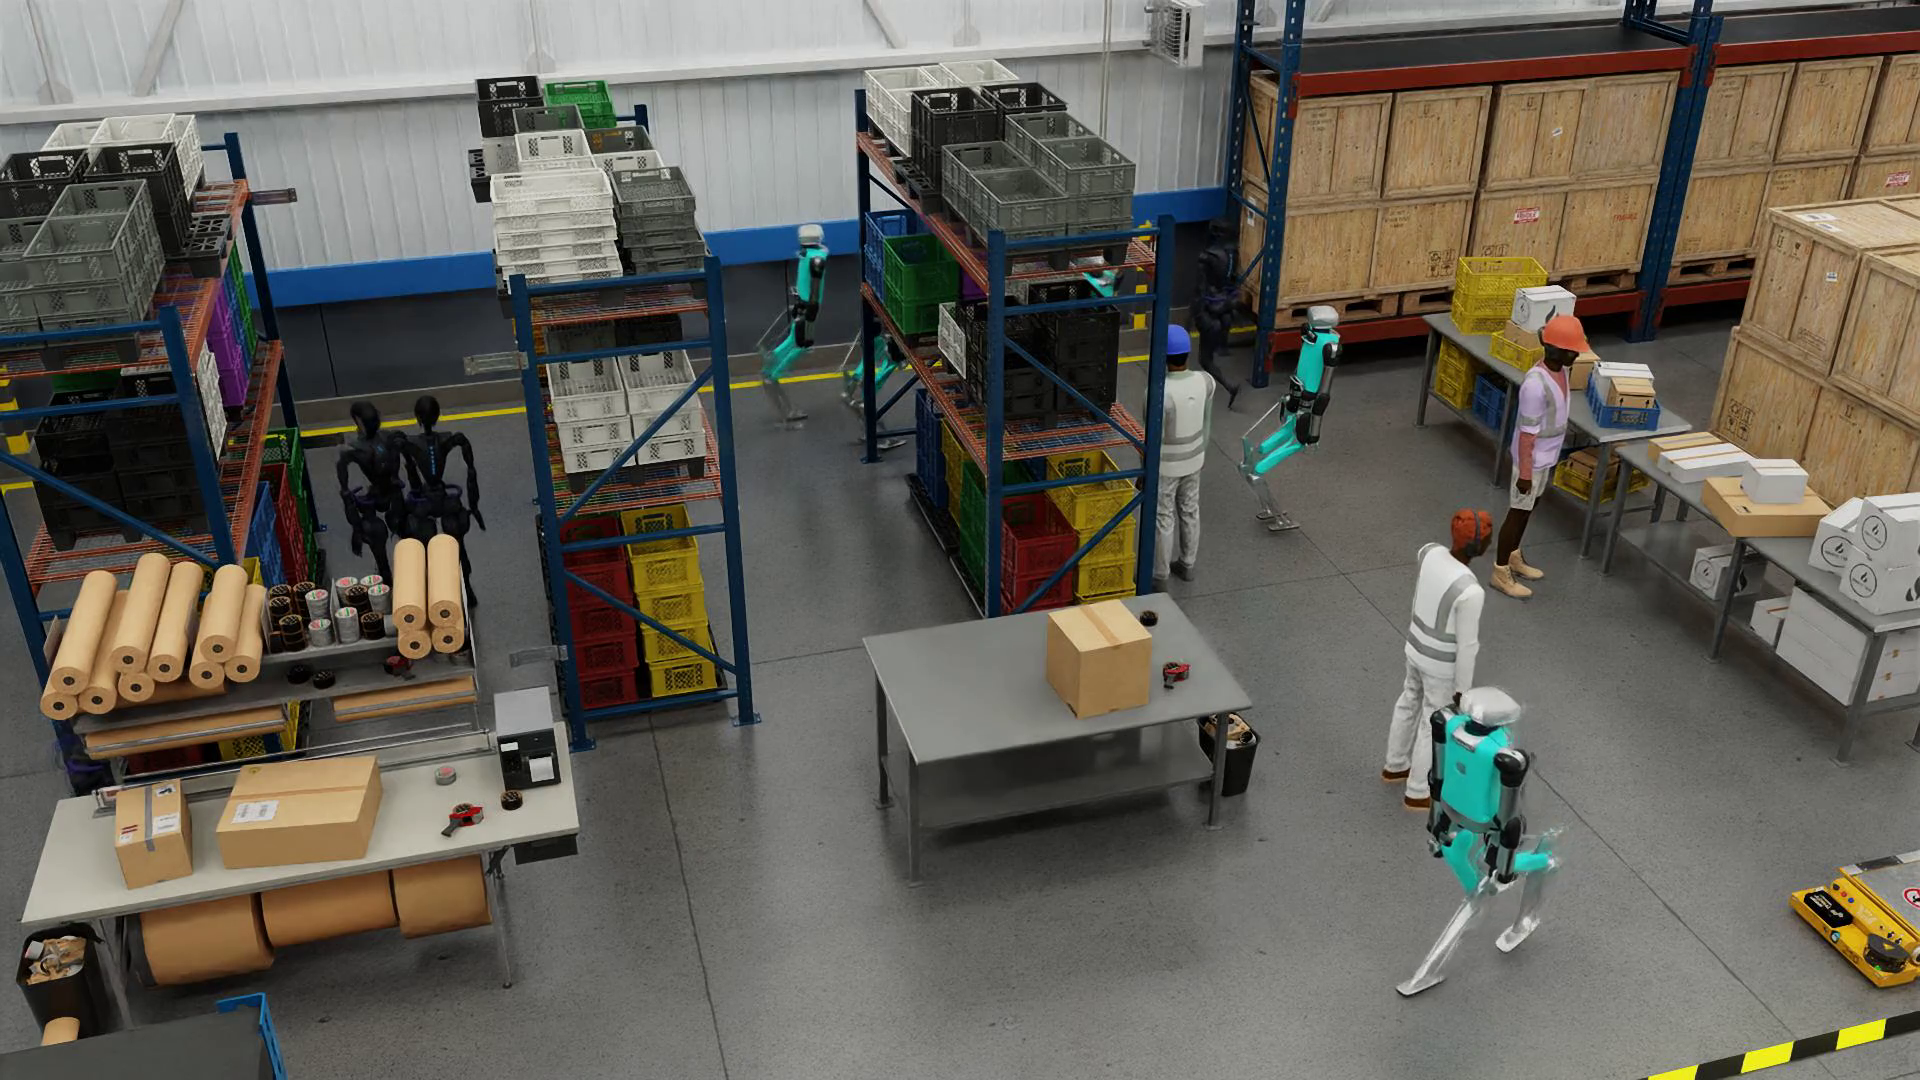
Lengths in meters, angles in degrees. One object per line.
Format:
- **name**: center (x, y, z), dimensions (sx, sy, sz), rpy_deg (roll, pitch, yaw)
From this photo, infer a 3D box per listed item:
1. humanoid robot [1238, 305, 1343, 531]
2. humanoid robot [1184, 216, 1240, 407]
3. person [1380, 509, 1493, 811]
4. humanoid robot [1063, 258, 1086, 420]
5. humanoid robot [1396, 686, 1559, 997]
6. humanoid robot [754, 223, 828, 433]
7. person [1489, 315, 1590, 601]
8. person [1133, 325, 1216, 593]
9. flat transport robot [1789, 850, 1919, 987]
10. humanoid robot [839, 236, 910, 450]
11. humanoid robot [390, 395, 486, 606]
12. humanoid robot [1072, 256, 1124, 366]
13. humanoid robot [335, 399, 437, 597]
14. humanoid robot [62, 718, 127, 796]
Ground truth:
- **humanoid robot**: center (2.335, -0.871, 12.120), dimensions (0.742, 1.690, 0.533), rpy_deg (-5, 29, -10)
- **humanoid robot**: center (2.249, -1.975, 14.309), dimensions (0.596, 1.630, 0.650), rpy_deg (-24, 37, -36)
- **person**: center (2.676, 0.665, 9.289), dimensions (0.368, 1.877, 0.579), rpy_deg (-7, 30, -12)
- **humanoid robot**: center (0.877, -1.693, 13.816), dimensions (0.613, 1.641, 0.613), rpy_deg (7, 29, 12)
- **humanoid robot**: center (2.653, 1.418, 8.119), dimensions (1.046, 1.777, 0.535), rpy_deg (-17, 33, -28)
- **humanoid robot**: center (-1.448, -1.717, 13.778), dimensions (0.737, 1.805, 0.542), rpy_deg (-7, 29, -12)
- **person**: center (3.965, -0.573, 11.365), dimensions (0.379, 2.040, 0.614), rpy_deg (17, 33, 29)
- **person**: center (1.449, -0.541, 11.413), dimensions (0.603, 1.938, 0.408), rpy_deg (-19, 34, -31)
- **flat transport robot**: center (5.163, 1.916, 8.676), dimensions (1.431, 0.231, 0.659), rpy_deg (-8, 30, -14)
- **humanoid robot**: center (-0.713, -1.536, 13.367), dimensions (0.681, 1.750, 0.551), rpy_deg (-25, 37, -37)
- **humanoid robot**: center (-3.500, -0.193, 11.083), dimensions (0.609, 1.643, 0.609), rpy_deg (-12, 31, -20)
- **humanoid robot**: center (0.874, -1.523, 13.438), dimensions (0.534, 1.792, 0.811), rpy_deg (-25, 37, -38)
- **humanoid robot**: center (-3.792, -0.183, 11.034), dimensions (0.323, 1.654, 0.591), rpy_deg (24, 37, 36)
- **humanoid robot**: center (-4.480, 1.210, 8.523), dimensions (0.633, 1.628, 0.610), rpy_deg (-18, 34, -30)
